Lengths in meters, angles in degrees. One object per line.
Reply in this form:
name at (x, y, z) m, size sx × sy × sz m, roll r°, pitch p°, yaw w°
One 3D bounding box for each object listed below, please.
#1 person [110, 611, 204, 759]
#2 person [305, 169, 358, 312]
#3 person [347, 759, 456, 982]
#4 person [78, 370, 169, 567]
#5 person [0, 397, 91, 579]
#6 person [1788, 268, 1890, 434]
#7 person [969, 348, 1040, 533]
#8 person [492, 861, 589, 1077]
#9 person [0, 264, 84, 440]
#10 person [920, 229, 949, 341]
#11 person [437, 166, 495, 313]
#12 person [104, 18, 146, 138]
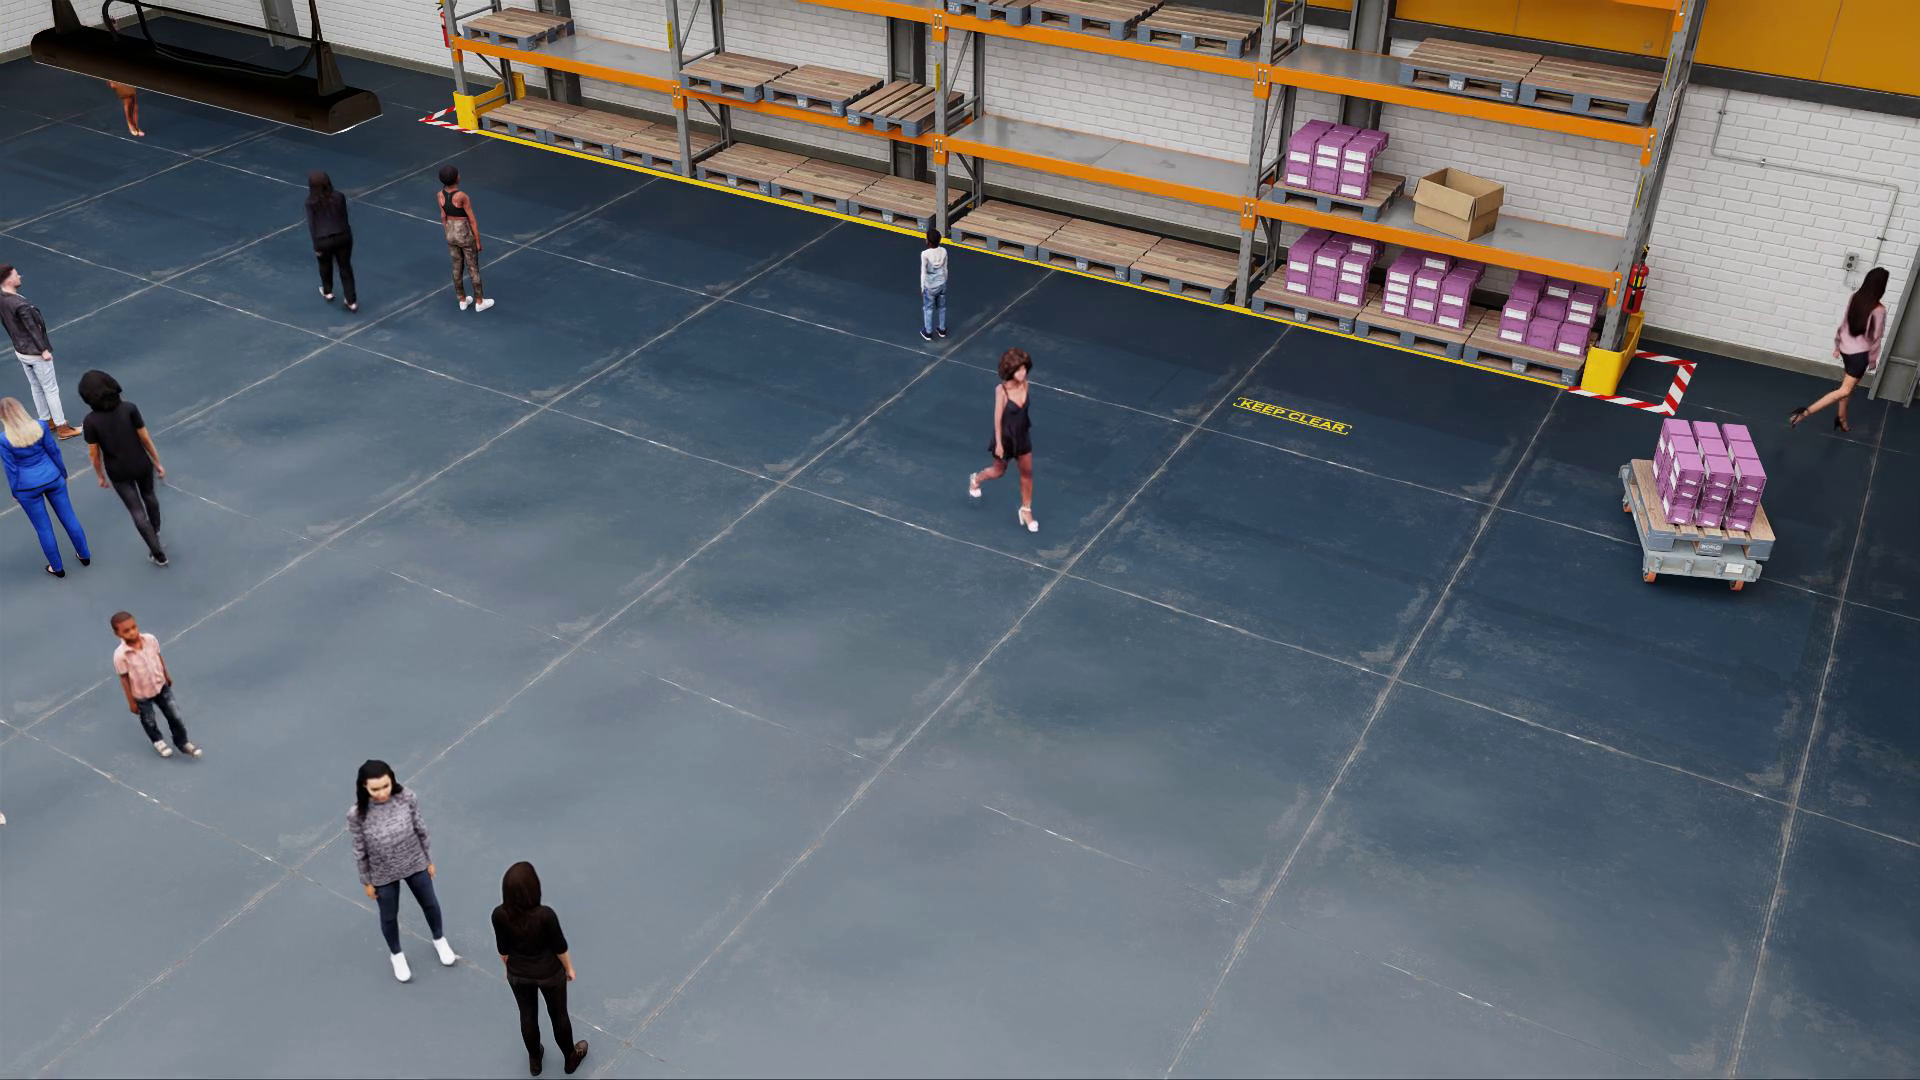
person at (-6.060, 1.057, 12.338) m, size 0.704 × 1.293 × 0.578 m, roll 23°, pitch 40°, yaw 30°
person at (-6.996, -3.330, 18.673) m, size 0.835 × 1.586 × 1.004 m, roll -24°, pitch 41°, yaw -32°
person at (-3.538, 2.041, 10.462) m, size 0.690 × 1.730 × 0.696 m, roll -17°, pitch 37°, yaw -24°
person at (-7.143, -0.582, 14.341) m, size 0.894 × 1.805 × 1.121 m, roll -24°, pitch 40°, yaw -31°
person at (-7.886, -0.465, 14.261) m, size 0.606 × 1.700 × 0.666 m, roll 26°, pitch 42°, yaw 33°
person at (8.611, -1.763, 16.134) m, size 1.116 × 1.788 × 1.033 m, roll -7°, pitch 34°, yaw -11°
person at (0.392, -0.925, 14.897) m, size 0.816 × 1.762 × 1.133 m, roll -25°, pitch 41°, yaw -32°
person at (-2.498, 2.539, 9.793) m, size 0.589 × 1.642 × 0.705 m, roll 1°, pitch 34°, yaw 1°
person at (-9.039, -1.835, 16.198) m, size 0.478 × 1.837 × 0.711 m, roll 19°, pitch 38°, yaw 26°
person at (-0.289, -2.800, 18.173) m, size 0.551 × 1.258 × 0.595 m, roll -18°, pitch 37°, yaw -24°
person at (-5.598, -3.389, 18.659) m, size 0.542 × 1.701 × 0.680 m, roll 9°, pitch 35°, yaw 14°
person at (-11.780, -6.478, 23.327) m, size 0.571 × 1.677 × 0.586 m, roll 17°, pitch 37°, yaw 24°
